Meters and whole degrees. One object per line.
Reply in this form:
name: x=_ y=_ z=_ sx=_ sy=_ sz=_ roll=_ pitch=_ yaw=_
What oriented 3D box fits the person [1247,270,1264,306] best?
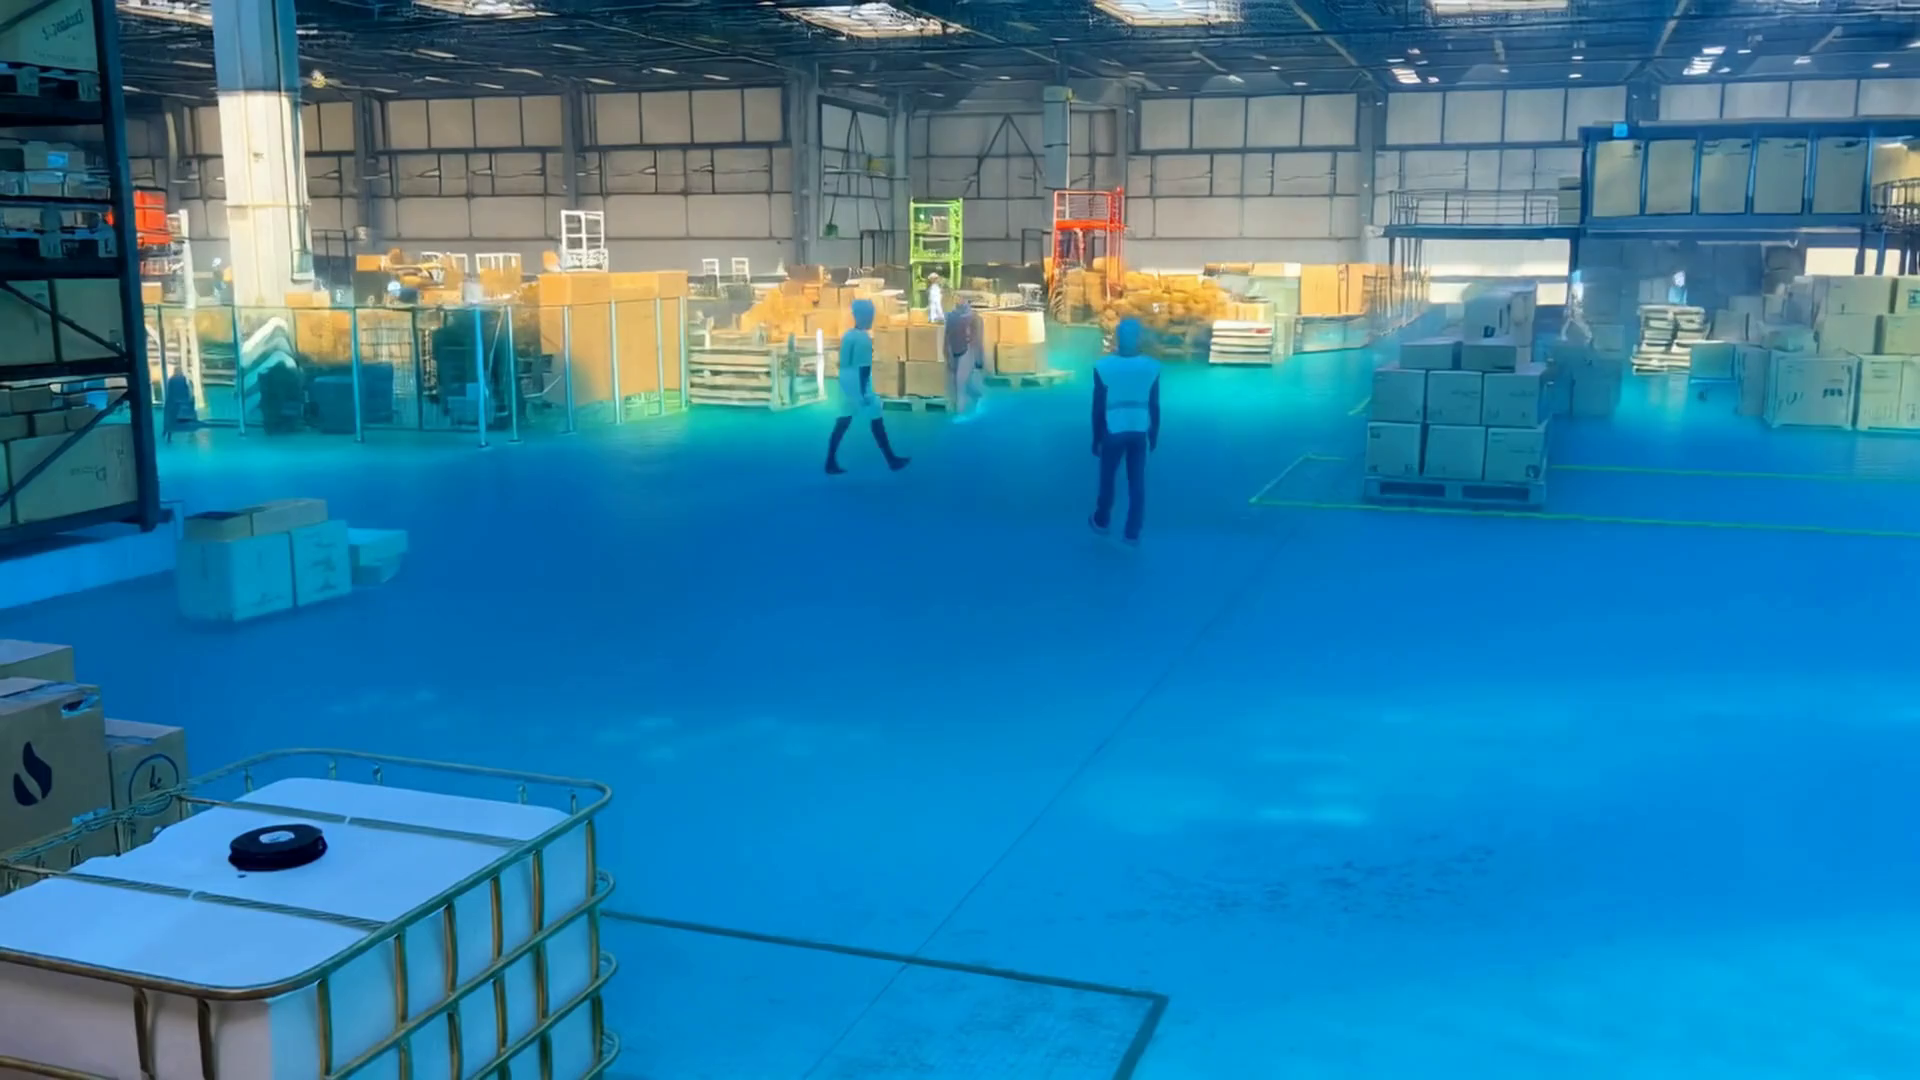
person: x=9.429 y=-7.761 z=53.088 sx=0.512 sy=1.693 sz=0.889 roll=3 pitch=10 yaw=14

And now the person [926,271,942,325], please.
person: x=-0.499 y=-5.262 z=38.503 sx=0.816 sy=1.902 sz=0.600 roll=2 pitch=10 yaw=13

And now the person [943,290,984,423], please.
person: x=0.095 y=-2.626 z=23.701 sx=0.711 sy=1.871 sz=0.631 roll=-9 pitch=14 yaw=-43

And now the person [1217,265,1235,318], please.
person: x=7.425 y=-6.695 z=46.427 sx=0.620 sy=1.952 sz=1.017 roll=8 pitch=13 yaw=38

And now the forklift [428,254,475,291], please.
forklift: x=-20.133 y=-10.254 z=65.465 sx=1.157 sy=1.987 sz=2.680 roll=3 pitch=11 yaw=19

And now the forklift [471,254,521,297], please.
forklift: x=-17.990 y=-10.121 z=64.684 sx=1.157 sy=1.987 sz=2.680 roll=3 pitch=11 yaw=17

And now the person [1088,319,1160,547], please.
person: x=1.372 y=-0.917 z=14.046 sx=0.626 sy=1.871 sz=0.956 roll=-2 pitch=10 yaw=-11

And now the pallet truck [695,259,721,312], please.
pallet truck: x=-9.165 y=-9.627 z=62.776 sx=0.823 sy=1.965 sz=1.885 roll=4 pitch=11 yaw=23

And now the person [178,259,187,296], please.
person: x=-26.054 y=-8.474 z=56.223 sx=0.606 sy=2.021 sz=0.722 roll=10 pitch=14 yaw=43

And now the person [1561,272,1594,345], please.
person: x=15.373 y=-5.754 z=41.453 sx=0.998 sy=1.839 sz=0.580 roll=0 pitch=10 yaw=0

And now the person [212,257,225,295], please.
person: x=-30.358 y=-10.575 z=68.120 sx=0.612 sy=1.995 sz=0.376 roll=6 pitch=11 yaw=28

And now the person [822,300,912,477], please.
person: x=-1.048 y=-1.639 z=18.027 sx=1.041 sy=1.907 sz=0.613 roll=-6 pitch=12 yaw=-32

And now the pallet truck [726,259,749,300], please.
pallet truck: x=-7.986 y=-9.493 z=62.019 sx=0.823 sy=1.965 sz=1.885 roll=3 pitch=11 yaw=17

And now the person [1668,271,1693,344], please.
person: x=16.700 y=-5.275 z=38.557 sx=0.546 sy=1.904 sz=0.939 roll=7 pitch=12 yaw=35

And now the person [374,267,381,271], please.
person: x=-20.377 y=-8.660 z=58.052 sx=0.852 sy=1.725 sz=0.551 roll=-2 pitch=10 yaw=-11
